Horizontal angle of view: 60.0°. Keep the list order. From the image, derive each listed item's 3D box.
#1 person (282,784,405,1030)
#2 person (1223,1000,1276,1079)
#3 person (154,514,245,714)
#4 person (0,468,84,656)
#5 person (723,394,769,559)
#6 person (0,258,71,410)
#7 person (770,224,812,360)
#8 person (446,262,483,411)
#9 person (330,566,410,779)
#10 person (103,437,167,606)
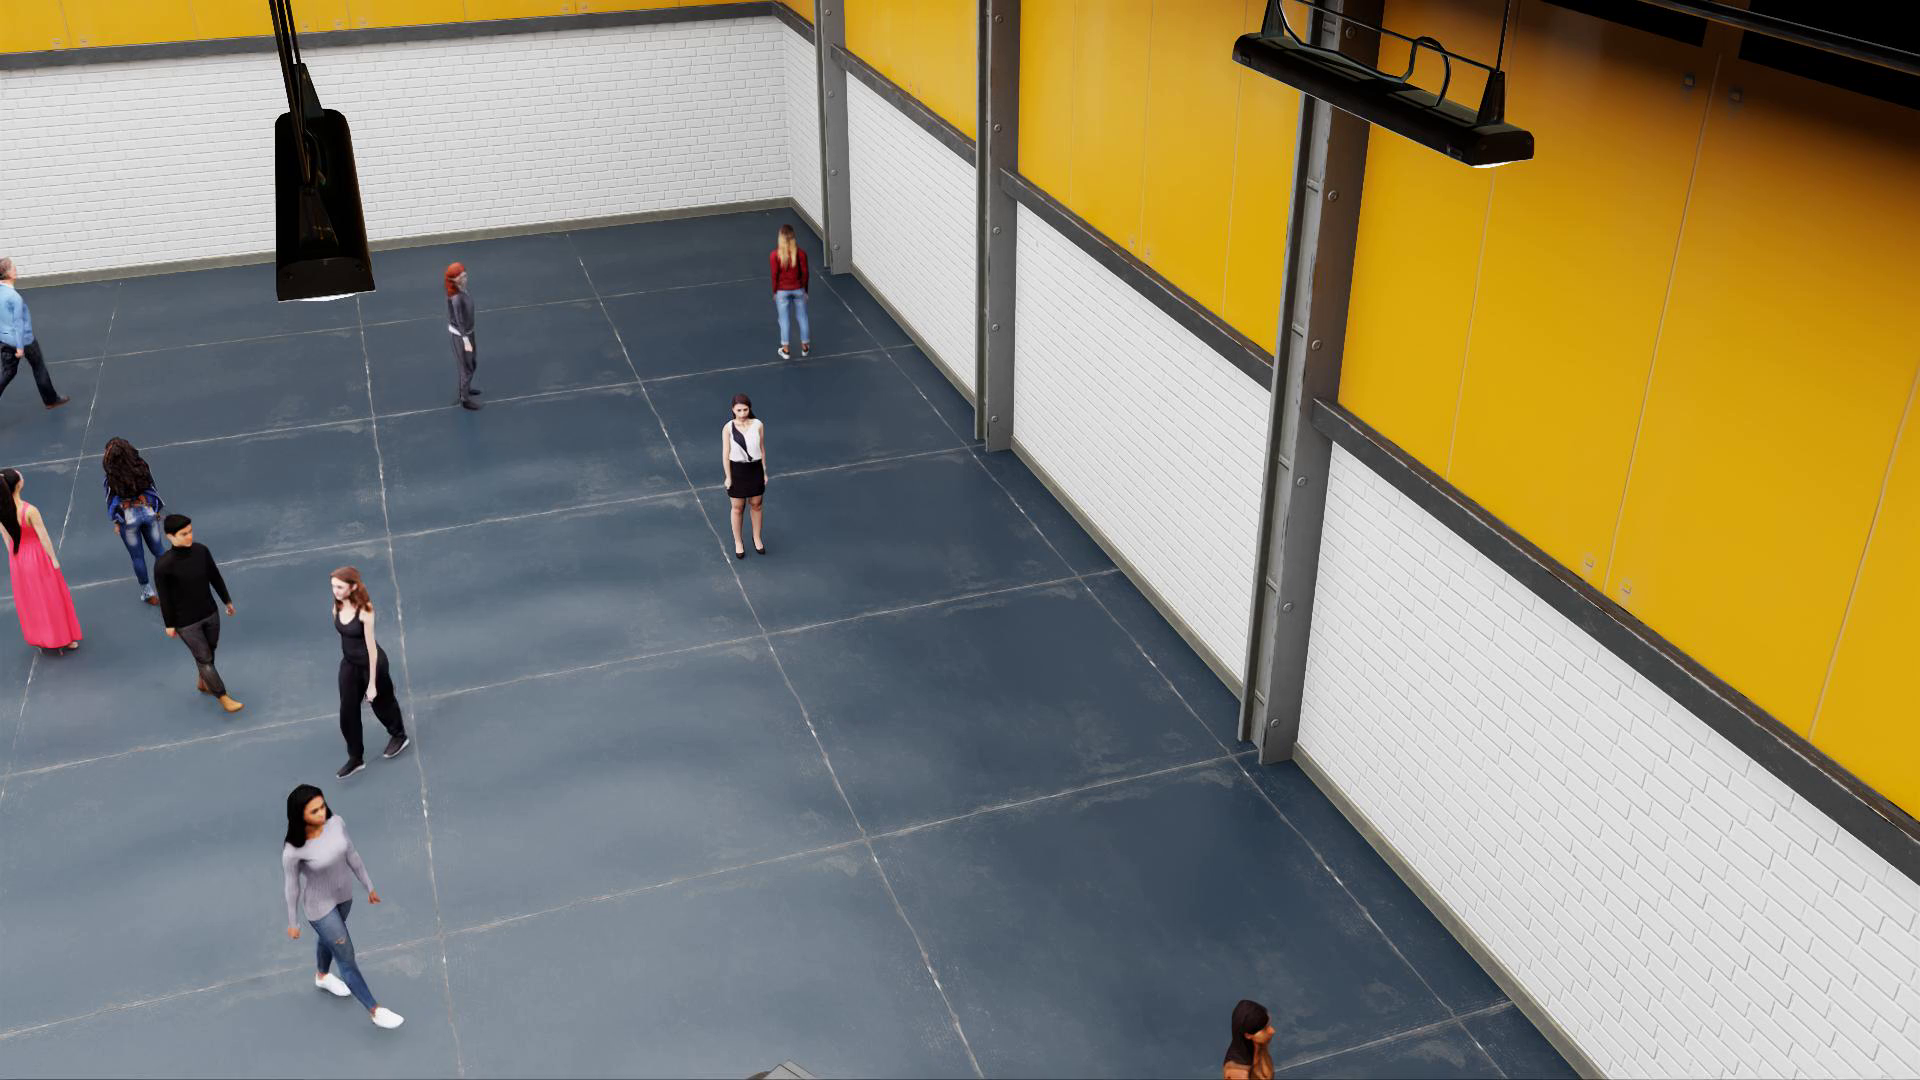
[{"bbox_3d":[-3.983,2.222,10.304,1.161,1.696,1.100,13,31,22],"label":"person"},{"bbox_3d":[1.478,3.081,8.736,0.697,1.690,0.627,11,30,19],"label":"person"},{"bbox_3d":[-6.179,0.552,13.356,1.054,1.705,0.978,15,32,26],"label":"person"},{"bbox_3d":[-7.812,0.192,13.999,0.719,1.723,0.733,5,29,9],"label":"person"},{"bbox_3d":[-1.996,-0.604,15.536,0.562,1.648,0.502,-11,30,-19],"label":"person"},{"bbox_3d":[-10.442,-2.168,18.267,1.168,1.778,1.223,12,31,22],"label":"person"},{"bbox_3d":[-2.029,-2.980,19.907,0.622,1.634,0.537,-6,29,-12],"label":"person"},{"bbox_3d":[-5.544,-2.254,18.464,0.869,1.740,0.672,-8,30,-14],"label":"person"},{"bbox_3d":[-4.447,0.925,12.657,0.898,1.720,0.989,9,30,17],"label":"person"},{"bbox_3d":[-7.325,-0.186,14.800,0.693,1.618,0.699,25,37,38],"label":"person"}]
